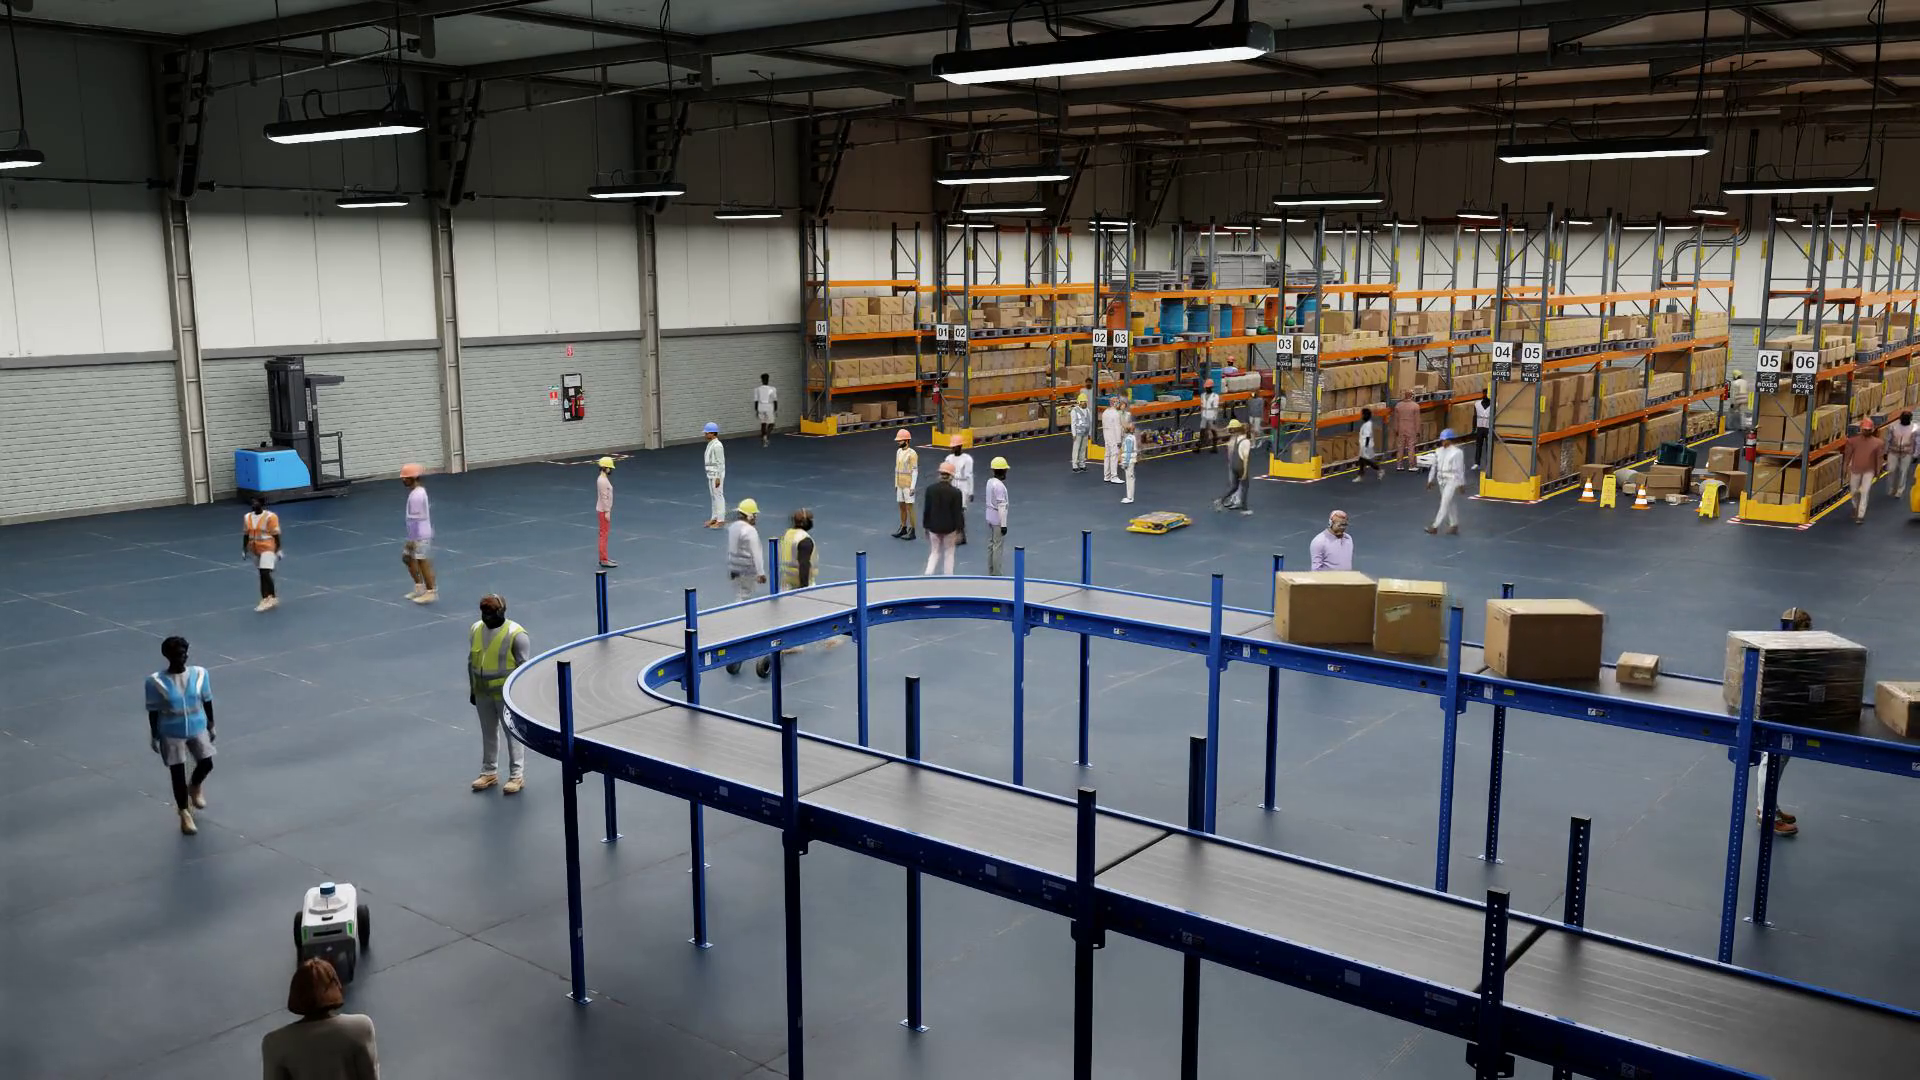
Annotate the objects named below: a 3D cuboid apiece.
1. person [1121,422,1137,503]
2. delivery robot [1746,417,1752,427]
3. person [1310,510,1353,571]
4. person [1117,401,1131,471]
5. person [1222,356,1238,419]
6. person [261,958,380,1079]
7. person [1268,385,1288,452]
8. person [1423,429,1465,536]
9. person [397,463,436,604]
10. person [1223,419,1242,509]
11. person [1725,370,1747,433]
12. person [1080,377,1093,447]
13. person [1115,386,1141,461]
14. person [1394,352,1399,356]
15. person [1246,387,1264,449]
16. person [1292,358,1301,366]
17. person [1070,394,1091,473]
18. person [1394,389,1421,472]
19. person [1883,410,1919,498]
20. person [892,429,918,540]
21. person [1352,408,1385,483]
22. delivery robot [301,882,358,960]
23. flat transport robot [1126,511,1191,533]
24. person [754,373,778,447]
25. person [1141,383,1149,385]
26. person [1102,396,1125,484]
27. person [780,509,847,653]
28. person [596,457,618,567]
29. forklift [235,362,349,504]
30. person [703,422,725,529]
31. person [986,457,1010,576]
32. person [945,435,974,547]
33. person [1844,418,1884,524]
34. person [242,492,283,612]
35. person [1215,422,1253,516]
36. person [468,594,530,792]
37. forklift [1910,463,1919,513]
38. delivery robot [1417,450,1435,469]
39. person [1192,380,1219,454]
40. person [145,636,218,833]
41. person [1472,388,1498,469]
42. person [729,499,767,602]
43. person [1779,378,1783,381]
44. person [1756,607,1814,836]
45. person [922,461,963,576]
[{"bbox_3d":[3.430,-1.565,31.678,0.314,1.637,0.540,3,10,16],"label":"person"},{"bbox_3d":[22.760,-3.359,44.655,0.707,0.478,0.477,8,13,38],"label":"delivery robot"},{"bbox_3d":[4.504,0.585,18.830,0.639,1.901,0.406,-6,12,-32],"label":"person"},{"bbox_3d":[3.774,-2.440,36.592,0.523,1.636,0.310,-5,11,-25],"label":"person"},{"bbox_3d":[8.426,-4.776,48.894,0.548,1.936,0.379,5,11,26],"label":"person"},{"bbox_3d":[-2.984,2.755,7.359,0.504,1.631,0.280,-5,11,-24],"label":"person"},{"bbox_3d":[8.157,-3.104,40.061,0.634,1.727,0.531,-5,11,-27],"label":"person"},{"bbox_3d":[8.637,-1.031,27.917,0.990,1.893,0.640,-5,11,-28],"label":"person"},{"bbox_3d":[-7.788,-0.080,22.241,0.610,2.024,0.607,-3,11,-18],"label":"person"},{"bbox_3d":[5.414,-1.503,30.955,0.311,1.768,0.532,-1,10,-8],"label":"person"},{"bbox_3d":[22.243,-3.986,44.847,0.720,1.782,0.840,-5,11,-24],"label":"person"},{"bbox_3d":[3.396,-3.402,41.388,0.549,1.854,0.555,3,11,18],"label":"person"},{"bbox_3d":[3.955,-2.760,37.661,0.823,1.903,0.648,3,10,16],"label":"person"},{"bbox_3d":[14.778,-5.519,53.153,0.643,1.913,0.410,1,10,4],"label":"person"},{"bbox_3d":[7.674,-3.180,40.797,0.342,1.619,0.528,-10,14,-44],"label":"person"},{"bbox_3d":[12.383,-6.441,58.180,0.656,1.966,0.521,-3,11,-19],"label":"person"},{"bbox_3d":[2.816,-2.478,36.246,0.586,1.835,0.403,-9,14,-43],"label":"person"},{"bbox_3d":[10.456,-2.558,36.495,0.640,1.910,0.407,9,14,42],"label":"person"},{"bbox_3d":[19.382,-1.758,32.217,0.662,1.823,0.604,8,13,37],"label":"person"},{"bbox_3d":[-0.983,-0.983,27.541,0.359,1.936,0.552,-8,13,-36],"label":"person"},{"bbox_3d":[9.012,-2.078,34.453,0.603,1.681,0.533,1,10,5],"label":"person"},{"bbox_3d":[-4.402,2.636,10.924,0.477,0.478,0.707,-4,11,-20],"label":"delivery robot"},{"bbox_3d":[3.655,-0.333,28.694,0.652,0.197,1.431,6,12,31],"label":"flat transport robot"},{"bbox_3d":[-5.128,-3.437,41.318,0.634,1.948,0.499,2,10,10],"label":"person"},{"bbox_3d":[6.187,-5.392,52.635,0.502,1.845,0.712,9,14,43],"label":"person"},{"bbox_3d":[3.400,-2.215,34.563,0.407,1.910,0.640,-5,11,-24],"label":"person"},{"bbox_3d":[-1.866,0.499,19.564,0.901,1.802,0.660,-5,11,-28],"label":"person"},{"bbox_3d":[-5.671,-0.458,25.087,0.323,1.764,0.523,-3,10,-16],"label":"person"},{"bbox_3d":[-13.803,-2.244,32.110,1.129,2.768,1.873,8,13,37],"label":"forklift"},{"bbox_3d":[-4.495,-1.184,28.641,0.397,1.949,0.603,-4,11,-23],"label":"person"},{"bbox_3d":[0.580,-0.302,23.732,0.359,1.930,0.588,-3,11,-16],"label":"person"},{"bbox_3d":[-0.096,-0.839,26.805,0.568,1.908,0.752,8,13,39],"label":"person"},{"bbox_3d":[16.969,-1.327,29.390,0.627,1.973,0.763,7,12,36],"label":"person"},{"bbox_3d":[-9.779,0.172,21.758,0.557,1.670,0.712,3,11,17],"label":"person"},{"bbox_3d":[5.305,-1.355,30.023,0.736,1.815,0.524,-5,11,-24],"label":"person"},{"bbox_3d":[-4.259,1.401,14.396,0.619,1.845,0.430,4,11,20],"label":"person"},{"bbox_3d":[19.034,-1.348,28.998,2.313,2.155,1.214,8,13,37],"label":"forklift"},{"bbox_3d":[10.869,-1.817,35.984,0.477,0.478,0.707,-7,12,-36],"label":"delivery robot"},{"bbox_3d":[6.272,-3.107,39.636,0.569,1.882,0.977,9,13,41],"label":"person"},{"bbox_3d":[-6.706,1.641,13.480,0.546,1.687,0.578,-9,13,-41],"label":"person"},{"bbox_3d":[12.344,-2.611,36.760,0.597,1.917,0.378,6,12,32],"label":"person"},{"bbox_3d":[-2.732,0.371,20.296,0.481,1.812,0.598,-6,12,-30],"label":"person"},{"bbox_3d":[23.012,-3.870,44.115,0.580,1.832,0.976,8,13,37],"label":"person"},{"bbox_3d":[7.065,1.527,13.411,0.371,1.941,0.627,5,11,28],"label":"person"},{"bbox_3d":[-0.263,-0.165,22.846,0.650,1.969,0.638,5,11,24],"label":"person"}]
